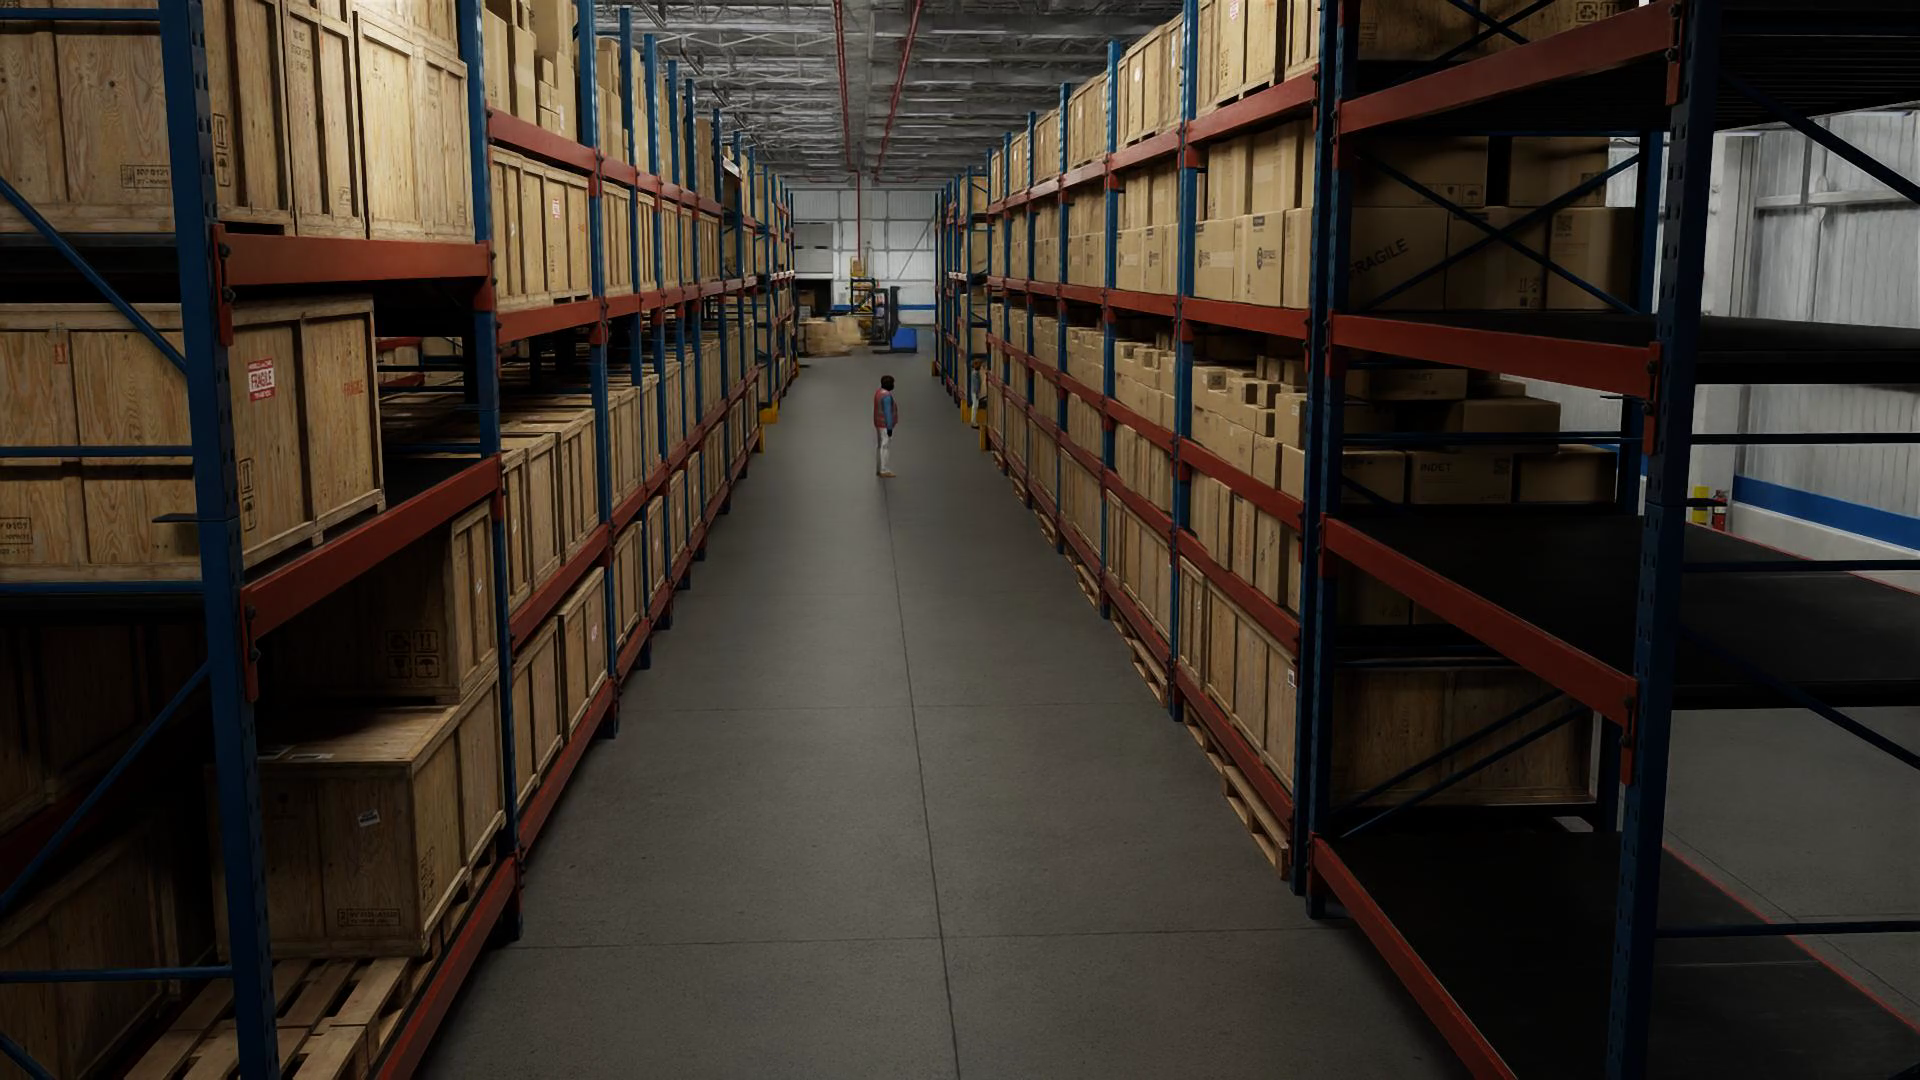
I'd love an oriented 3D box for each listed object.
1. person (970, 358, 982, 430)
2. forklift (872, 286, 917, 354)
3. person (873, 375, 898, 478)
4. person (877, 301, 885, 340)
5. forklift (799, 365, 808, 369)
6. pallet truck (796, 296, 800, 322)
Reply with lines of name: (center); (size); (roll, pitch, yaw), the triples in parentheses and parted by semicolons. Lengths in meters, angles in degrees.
person: (0.384, -3.359, 38.243); (0.286, 1.635, 0.497); (0, 10, -1)
forklift: (-2.734, -9.124, 68.969); (1.873, 2.768, 1.129); (-1, 10, -3)
person: (-1.325, -2.034, 29.755); (0.429, 1.836, 0.631); (-3, 10, -17)
person: (-3.962, -10.877, 82.450); (0.374, 1.889, 0.709); (6, 11, 31)
forklift: (-6.461, -7.458, 59.020); (1.129, 2.768, 1.873); (8, 12, 38)
pallet truck: (-8.622, -12.439, 91.403); (1.885, 1.965, 0.823); (2, 10, 13)
